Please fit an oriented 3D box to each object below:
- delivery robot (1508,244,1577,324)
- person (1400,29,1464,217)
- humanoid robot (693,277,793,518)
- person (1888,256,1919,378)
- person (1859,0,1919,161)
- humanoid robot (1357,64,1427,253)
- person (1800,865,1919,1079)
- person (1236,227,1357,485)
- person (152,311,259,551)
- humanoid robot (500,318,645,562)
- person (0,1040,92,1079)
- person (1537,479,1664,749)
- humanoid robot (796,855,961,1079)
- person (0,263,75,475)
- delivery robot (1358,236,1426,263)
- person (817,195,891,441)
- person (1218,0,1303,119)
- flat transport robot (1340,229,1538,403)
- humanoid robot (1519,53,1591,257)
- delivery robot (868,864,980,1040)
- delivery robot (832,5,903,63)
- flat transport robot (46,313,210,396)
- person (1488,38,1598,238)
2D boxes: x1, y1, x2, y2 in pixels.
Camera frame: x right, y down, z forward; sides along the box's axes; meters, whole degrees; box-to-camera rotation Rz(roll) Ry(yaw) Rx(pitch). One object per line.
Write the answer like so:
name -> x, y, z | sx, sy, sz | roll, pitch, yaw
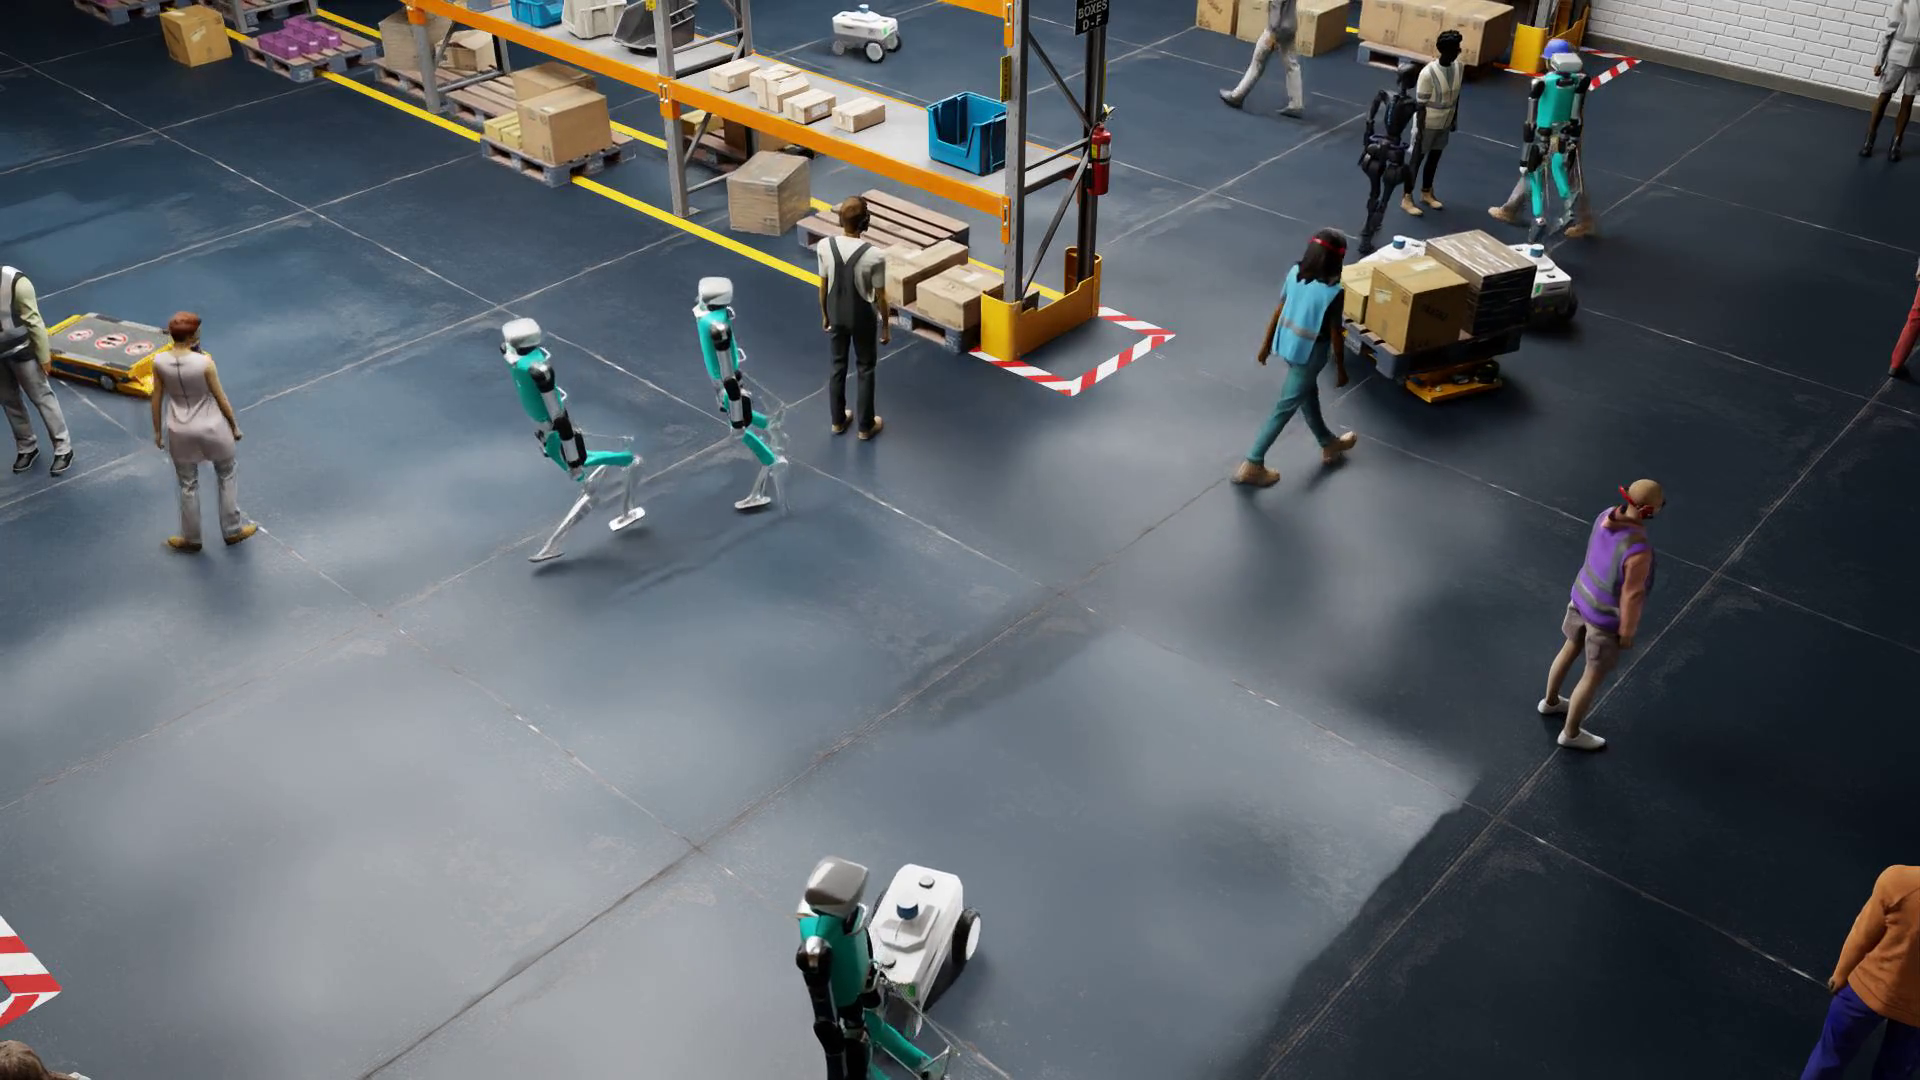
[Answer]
delivery robot -> 4.685, -2.134, 13.644 | 0.499, 0.587, 0.788 | -8, 35, -12
person -> 4.282, -3.772, 15.019 | 0.532, 1.693, 0.320 | -20, 39, -26
humanoid robot -> -1.322, -0.865, 10.874 | 0.711, 1.899, 0.544 | -12, 36, -16
person -> 7.385, -1.978, 12.367 | 0.519, 1.758, 0.345 | 28, 43, 34
person -> 9.153, -4.630, 16.066 | 0.547, 1.924, 0.387 | 13, 37, 18
humanoid robot -> 3.709, -3.311, 14.373 | 0.600, 1.641, 0.541 | 28, 43, 34
person -> 3.794, 1.808, 6.698 | 0.513, 1.974, 0.406 | 16, 38, 22
person -> 2.351, -1.247, 11.260 | 1.008, 1.809, 0.549 | -16, 38, -22
person -> -4.924, -0.671, 10.577 | 0.625, 1.628, 0.335 | -3, 35, -4
humanoid robot -> -2.374, -0.671, 10.522 | 1.034, 1.732, 0.532 | -24, 41, -31
person -> -3.238, 2.408, 6.095 | 0.338, 1.659, 0.480 | 22, 40, 29
person -> 3.485, 0.389, 9.000 | 0.355, 1.684, 0.486 | -3, 35, -5
humanoid robot -> -0.268, 1.970, 6.620 | 0.706, 1.741, 0.531 | 7, 35, 10
person -> -6.475, -1.281, 11.303 | 0.593, 1.823, 0.403 | 2, 35, 3
delivery robot -> 3.594, -2.226, 13.776 | 0.789, 0.587, 0.499 | -27, 43, -34
person -> -0.733, -1.540, 11.669 | 0.517, 1.834, 0.366 | 10, 36, 14
person -> 3.206, -5.282, 17.071 | 0.975, 1.850, 0.552 | 24, 41, 31
flat transport robot -> 3.530, -1.518, 13.010 | 0.659, 0.231, 1.431 | -14, 37, -19
humanoid robot -> 5.074, -3.125, 14.125 | 0.531, 1.875, 0.724 | -8, 35, -11
delivery robot -> -0.241, 1.883, 7.804 | 0.499, 0.563, 0.738 | 11, 36, 16
delivery robot -> -1.076, -5.787, 18.925 | 0.759, 0.575, 0.499 | 14, 37, 20
flat transport robot -> -6.636, -1.458, 12.923 | 1.431, 0.231, 0.659 | 13, 37, 18
person -> 5.325, -3.541, 14.681 | 0.977, 1.701, 0.469 | 22, 40, 29
